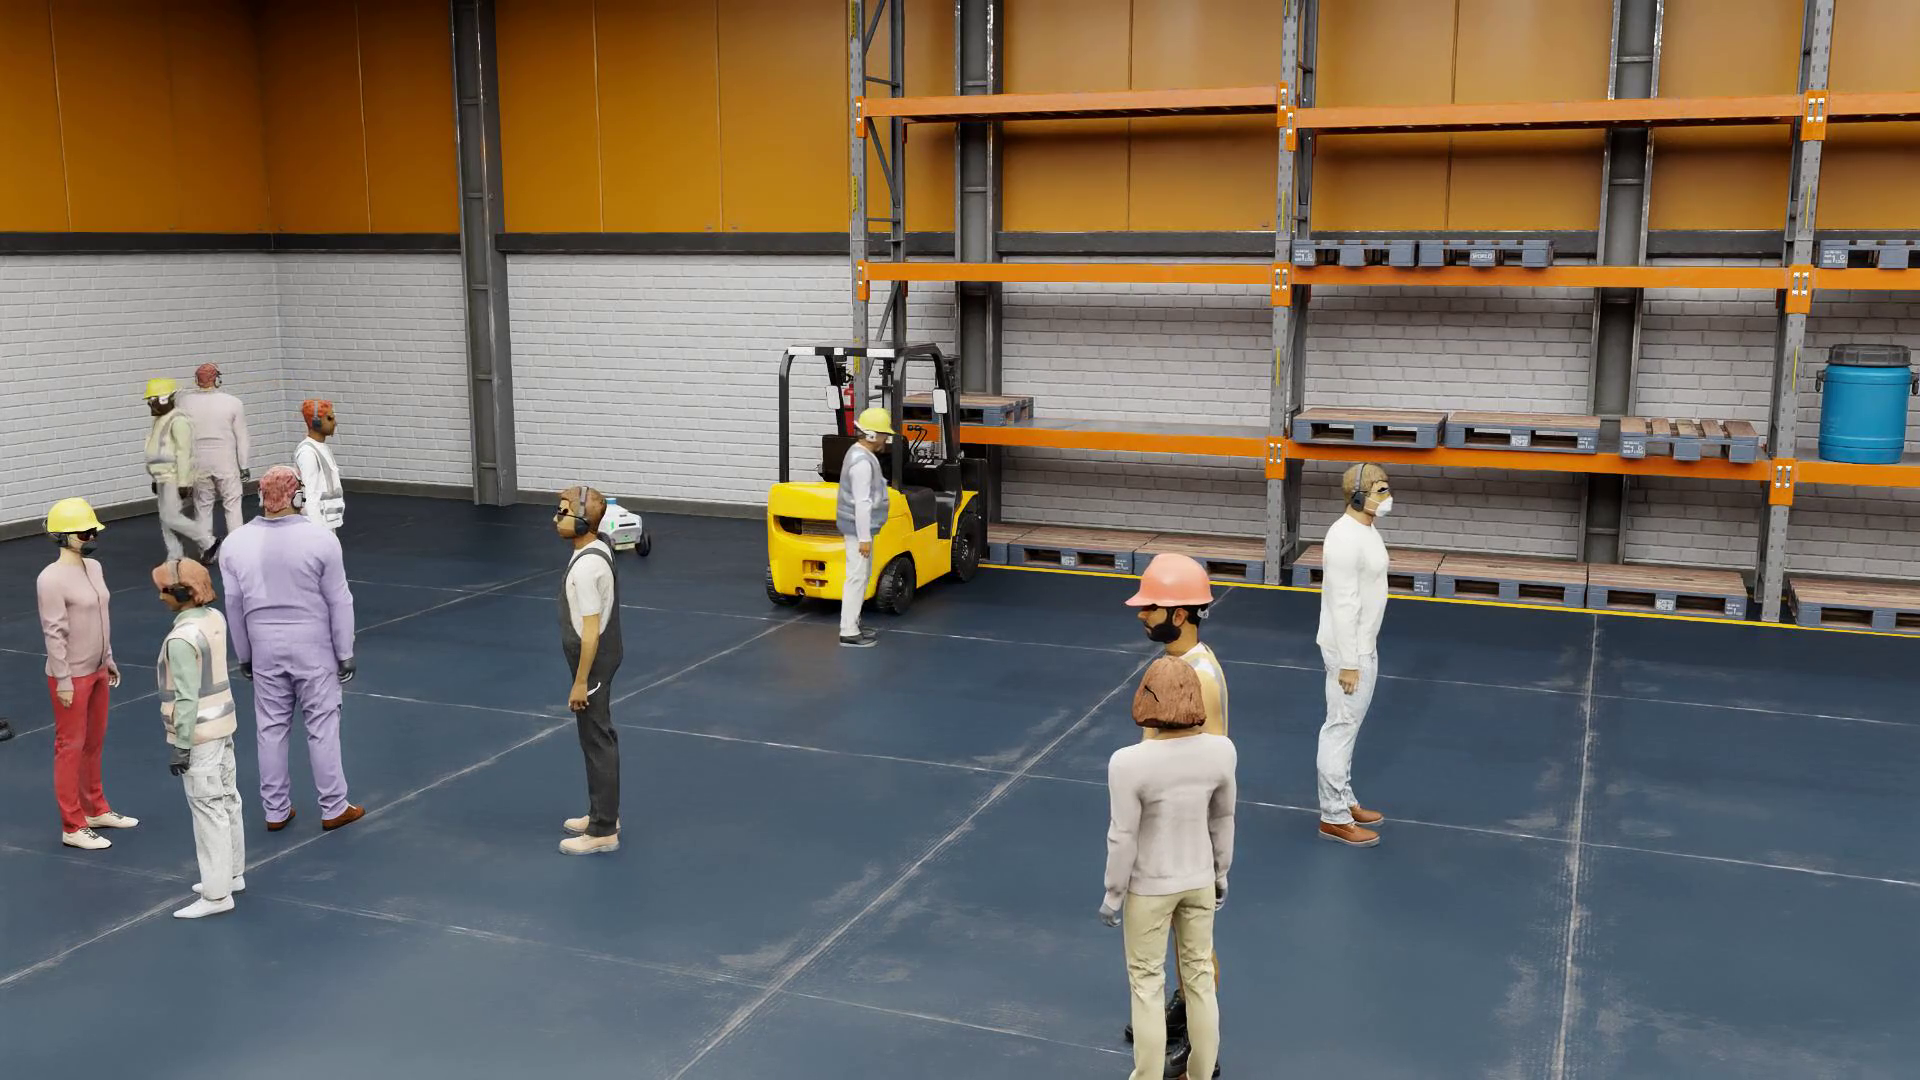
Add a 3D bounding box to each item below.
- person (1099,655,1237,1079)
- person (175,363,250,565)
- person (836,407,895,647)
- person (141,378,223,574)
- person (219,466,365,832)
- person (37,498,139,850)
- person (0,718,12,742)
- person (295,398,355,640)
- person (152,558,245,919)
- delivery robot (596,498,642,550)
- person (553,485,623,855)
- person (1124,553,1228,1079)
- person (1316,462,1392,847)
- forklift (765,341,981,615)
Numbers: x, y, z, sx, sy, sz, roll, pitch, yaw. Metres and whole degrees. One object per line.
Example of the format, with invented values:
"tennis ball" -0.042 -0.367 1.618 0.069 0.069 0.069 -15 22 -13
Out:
"person" 0.718 1.203 5.752 0.507 1.632 0.274 -5 11 -24
"person" -7.012 -0.712 15.659 0.642 1.909 0.399 -2 10 -9
"person" -0.712 -0.096 12.523 0.442 1.811 0.622 0 10 -2
"person" -7.175 -0.585 15.243 0.508 1.807 0.601 -9 14 -41
"person" -3.419 0.563 8.566 0.642 1.906 0.410 0 10 1
"person" -4.416 0.662 8.396 0.313 1.769 0.523 0 10 -2
"person" -6.033 0.269 10.110 0.372 1.934 0.551 -7 12 -33
"person" -4.740 -0.110 12.367 0.341 1.883 0.587 -2 10 -13
"person" -3.430 0.884 7.518 0.308 1.639 0.510 -1 10 -8
"delivery robot" -3.376 -0.165 16.115 0.477 0.478 0.707 -7 13 -36
"person" -1.858 0.641 8.295 0.345 1.847 0.508 -1 10 -7
"person" 0.777 1.002 6.024 0.378 1.936 0.548 0 10 0
"person" 2.008 0.565 8.460 0.373 1.940 0.628 4 11 20
"forklift" -0.739 -0.602 14.246 1.214 2.155 2.313 4 11 21
